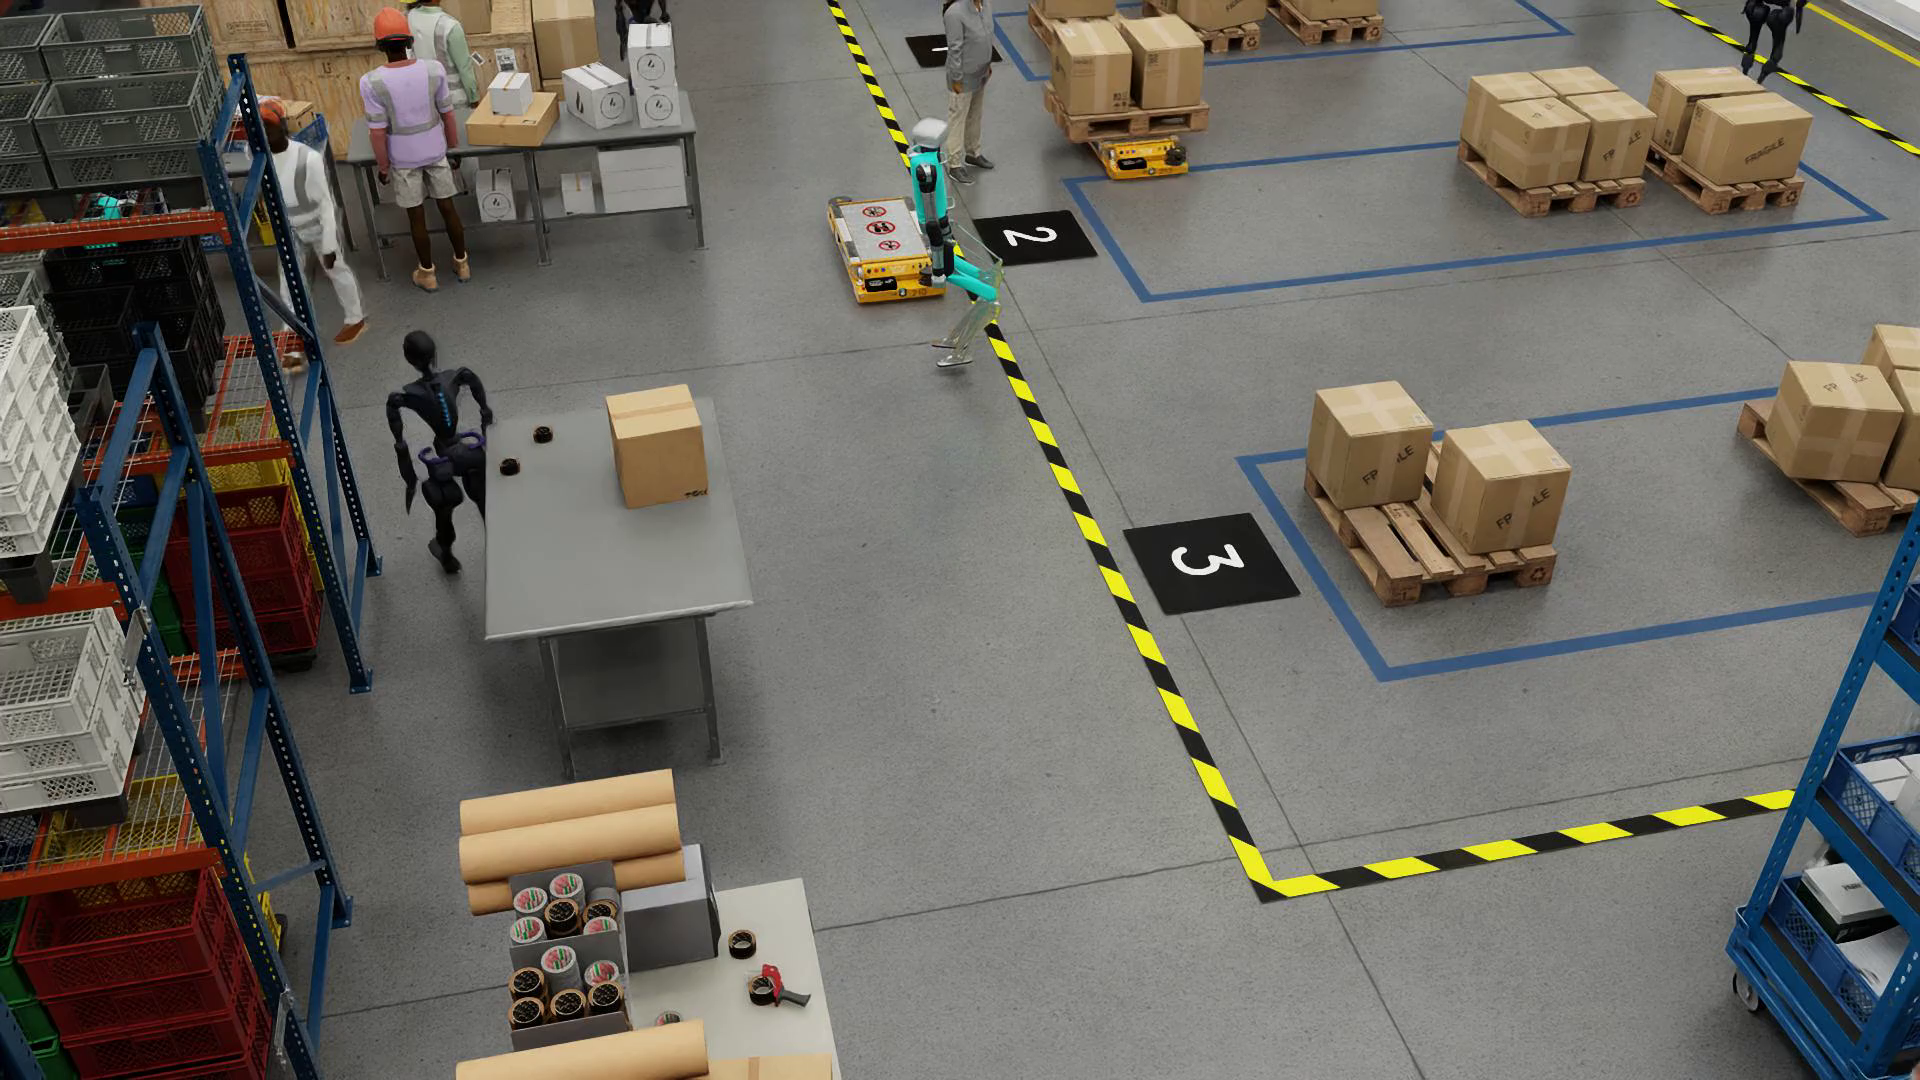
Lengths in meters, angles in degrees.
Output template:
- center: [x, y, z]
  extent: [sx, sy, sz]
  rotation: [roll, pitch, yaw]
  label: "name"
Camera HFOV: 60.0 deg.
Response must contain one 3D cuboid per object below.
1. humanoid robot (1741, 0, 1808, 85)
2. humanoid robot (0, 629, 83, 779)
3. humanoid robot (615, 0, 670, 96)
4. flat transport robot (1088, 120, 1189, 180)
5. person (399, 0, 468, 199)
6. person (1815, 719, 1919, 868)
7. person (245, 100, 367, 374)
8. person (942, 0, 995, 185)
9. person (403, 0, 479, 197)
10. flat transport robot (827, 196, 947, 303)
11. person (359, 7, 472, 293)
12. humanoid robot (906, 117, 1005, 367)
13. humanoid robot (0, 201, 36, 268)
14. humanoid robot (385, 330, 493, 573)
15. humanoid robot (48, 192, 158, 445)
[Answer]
- center: [7.197, -4.753, 14.766]
  extent: [0.452, 1.648, 0.615]
  rotation: [-20, 41, -25]
  label: "humanoid robot"
- center: [-4.487, 0.497, 7.660]
  extent: [0.887, 1.764, 0.560]
  rotation: [-11, 38, -15]
  label: "humanoid robot"
- center: [-2.652, -4.186, 14.010]
  extent: [0.591, 1.642, 0.605]
  rotation: [18, 40, 23]
  label: "humanoid robot"
- center: [1.417, -3.481, 14.209]
  extent: [0.652, 0.197, 1.431]
  rotation: [-8, 37, -10]
  label: "flat transport robot"
- center: [-4.076, -3.475, 12.913]
  extent: [0.589, 1.833, 0.404]
  rotation: [6, 37, 8]
  label: "person"
- center: [4.384, 0.827, 7.161]
  extent: [0.940, 1.797, 0.602]
  rotation: [-6, 37, -8]
  label: "person"
- center: [-4.352, -1.969, 10.889]
  extent: [0.596, 1.827, 0.994]
  rotation: [9, 38, 12]
  label: "person"
- center: [0.062, -3.777, 13.372]
  extent: [0.397, 1.769, 0.566]
  rotation: [20, 41, 24]
  label: "person"
- center: [-3.922, -3.436, 12.763]
  extent: [0.610, 1.950, 0.377]
  rotation: [20, 41, 24]
  label: "person"
- center: [-0.570, -2.220, 12.538]
  extent: [0.659, 0.231, 1.431]
  rotation: [-8, 37, -10]
  label: "flat transport robot"
- center: [-3.840, -2.736, 11.746]
  extent: [0.613, 2.041, 0.372]
  rotation: [-23, 42, -28]
  label: "person"
- center: [0.032, -1.915, 10.784]
  extent: [0.735, 1.677, 0.533]
  rotation: [-2, 37, -2]
  label: "humanoid robot"
- center: [-6.237, -1.870, 10.934]
  extent: [0.815, 1.620, 0.604]
  rotation: [-28, 45, -32]
  label: "humanoid robot"
- center: [-2.718, -0.397, 8.940]
  extent: [0.591, 1.618, 0.805]
  rotation: [-25, 43, -30]
  label: "humanoid robot"
- center: [-5.080, -1.315, 10.005]
  extent: [0.531, 1.694, 0.737]
  rotation: [-5, 37, -6]
  label: "humanoid robot"
